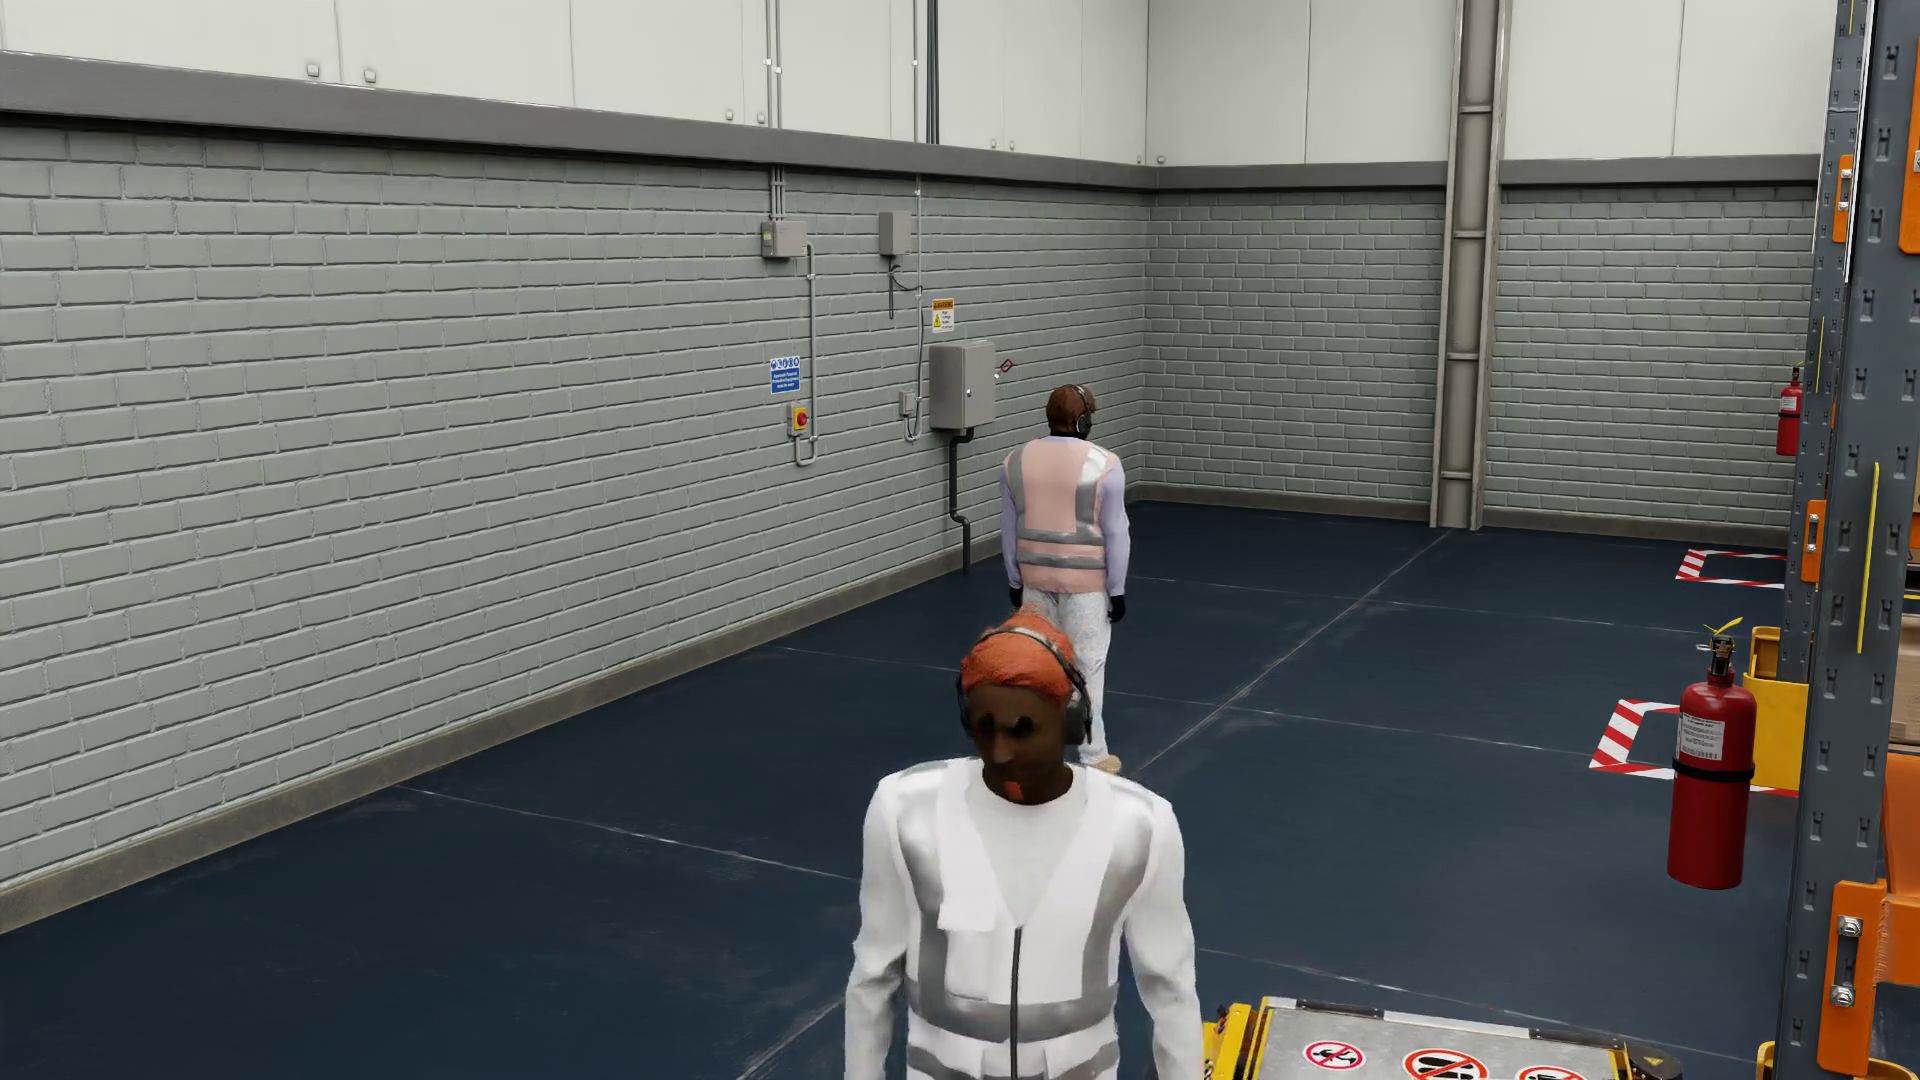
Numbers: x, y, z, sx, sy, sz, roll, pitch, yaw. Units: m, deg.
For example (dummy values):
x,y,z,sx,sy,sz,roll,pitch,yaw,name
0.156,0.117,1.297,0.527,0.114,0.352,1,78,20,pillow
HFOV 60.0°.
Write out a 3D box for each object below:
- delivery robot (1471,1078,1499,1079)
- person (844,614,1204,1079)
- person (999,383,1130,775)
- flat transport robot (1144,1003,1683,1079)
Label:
x,y,z,sx,sy,sz,roll,pitch,yaw,name
1.352,1.508,3.821,0.477,0.478,0.707,2,10,9,delivery robot
0.108,1.045,3.039,0.688,1.874,0.390,0,10,0,person
0.497,0.198,7.711,0.625,1.843,0.430,6,12,29,person
1.260,1.550,4.622,1.431,0.197,0.652,3,11,16,flat transport robot
